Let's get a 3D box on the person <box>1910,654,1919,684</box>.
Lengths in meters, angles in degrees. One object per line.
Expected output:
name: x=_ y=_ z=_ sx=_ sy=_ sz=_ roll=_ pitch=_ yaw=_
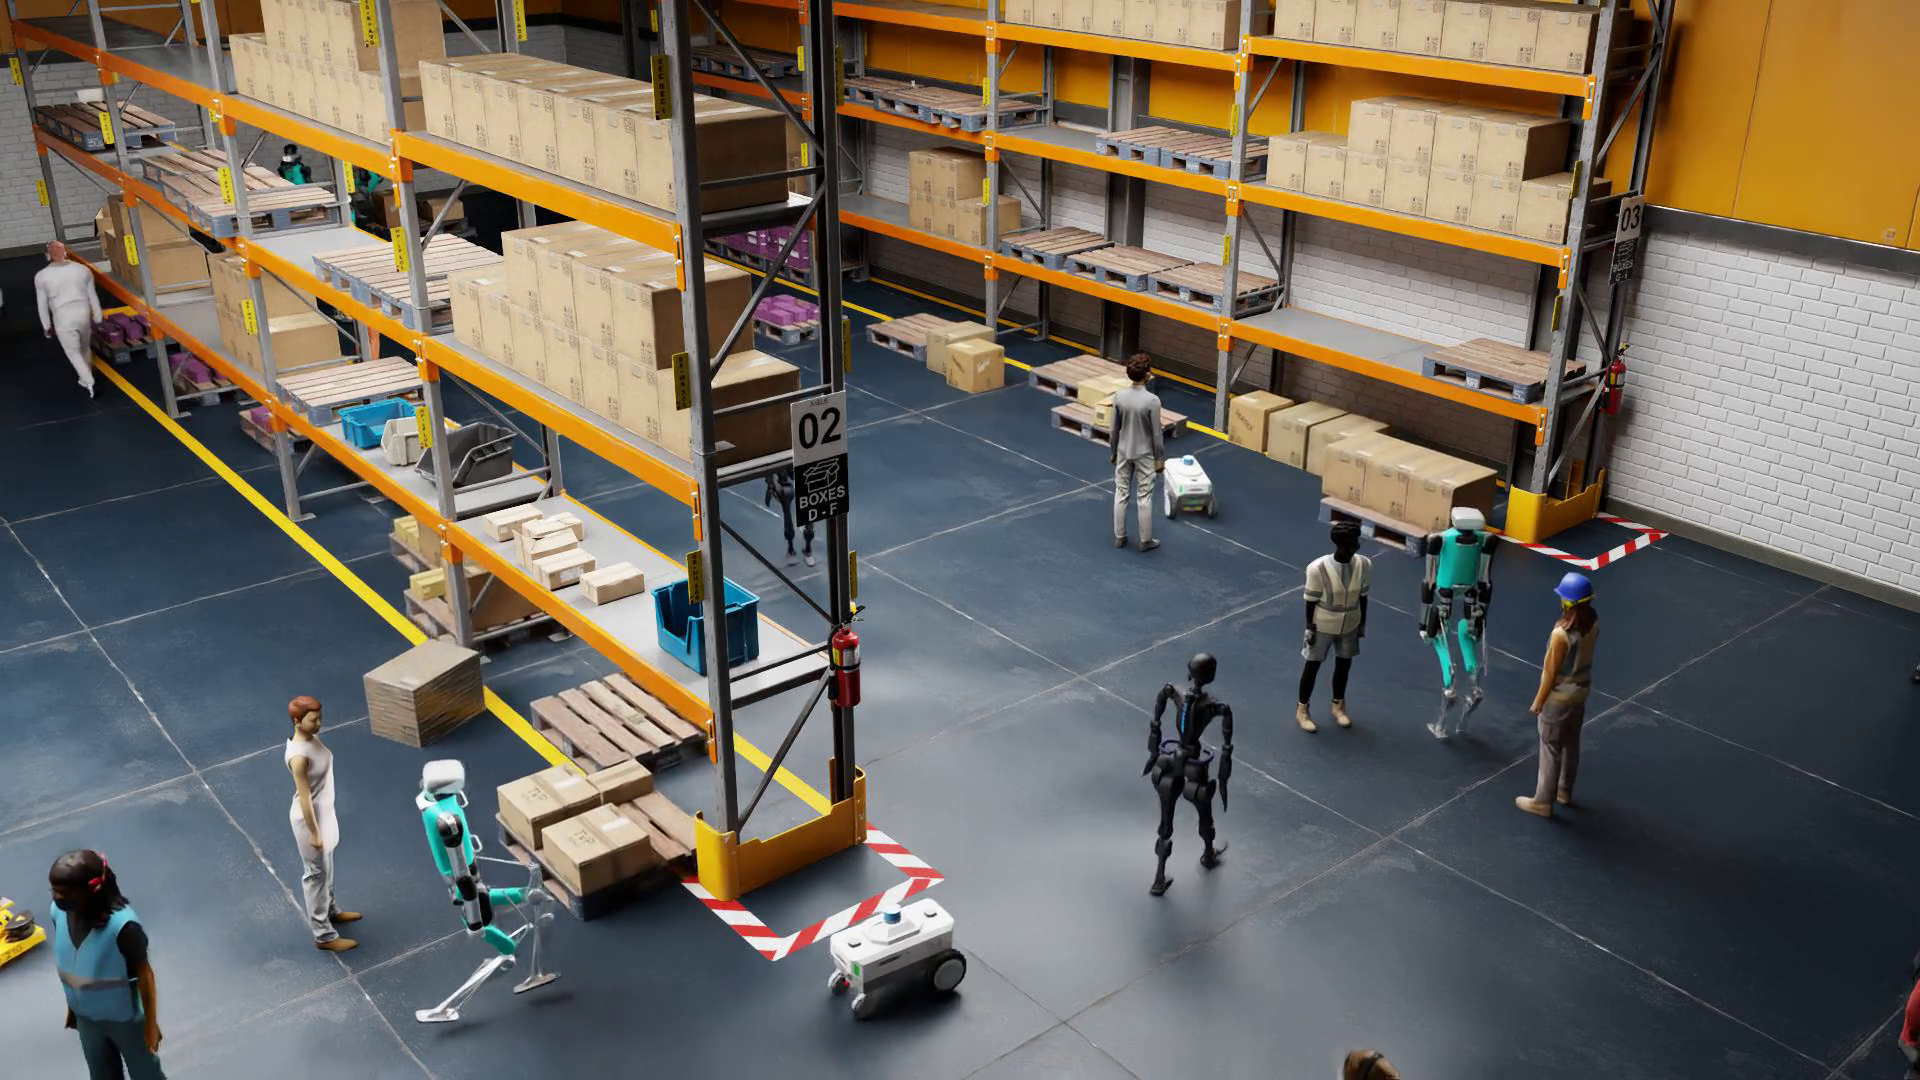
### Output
person: x=7.821 y=0.262 z=12.951 sx=0.548 sy=1.927 sz=0.390 roll=13 pitch=27 yaw=28

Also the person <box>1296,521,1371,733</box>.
person: x=2.791 y=0.633 z=12.387 sx=0.535 sy=1.693 sz=0.320 roll=-5 pitch=24 yaw=-12

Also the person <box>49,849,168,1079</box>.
person: x=-4.191 y=2.348 z=8.205 sx=0.561 sy=1.862 sz=0.439 roll=6 pitch=24 yaw=13

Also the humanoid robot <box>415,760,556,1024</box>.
humanoid robot: x=-2.594 y=1.952 z=9.299 sx=1.039 sy=1.738 sz=0.564 roll=-12 pitch=26 yaw=-26

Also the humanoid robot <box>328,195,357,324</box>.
humanoid robot: x=-8.531 y=-3.784 z=22.572 sx=0.812 sy=1.792 sz=0.531 roll=1 pitch=23 yaw=2

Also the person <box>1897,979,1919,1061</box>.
person: x=5.463 y=2.074 z=8.954 sx=0.531 sy=1.765 sz=0.329 roll=-12 pitch=26 yaw=-25

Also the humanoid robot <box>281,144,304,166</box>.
humanoid robot: x=-10.609 y=-5.544 z=26.708 sx=0.591 sy=1.638 sz=0.481 roll=11 pitch=26 yaw=23

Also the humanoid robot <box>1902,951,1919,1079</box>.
humanoid robot: x=5.357 y=2.212 z=8.747 sx=0.590 sy=1.660 sz=0.348 roll=12 pitch=26 yaw=26

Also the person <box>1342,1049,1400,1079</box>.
person: x=1.542 y=2.863 z=7.073 sx=0.830 sy=1.818 sz=0.514 roll=16 pitch=28 yaw=33

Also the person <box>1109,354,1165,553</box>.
person: x=1.632 y=-0.796 z=15.435 sx=0.531 sy=1.898 sz=0.395 roll=12 pitch=26 yaw=25

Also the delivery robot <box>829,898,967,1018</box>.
delivery robot: x=-0.386 y=2.395 z=9.726 sx=0.788 sy=0.587 sz=0.499 roll=-15 pitch=27 yaw=-30

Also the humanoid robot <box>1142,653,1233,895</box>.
humanoid robot: x=1.461 y=1.429 z=10.589 sx=0.610 sy=1.634 sz=0.694 roll=14 pitch=27 yaw=30

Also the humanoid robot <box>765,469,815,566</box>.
humanoid robot: x=-1.501 y=-0.544 z=15.132 sx=0.585 sy=1.643 sz=0.381 roll=-6 pitch=24 yaw=-14

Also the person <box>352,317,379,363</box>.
person: x=-7.183 y=-2.743 z=20.119 sx=0.499 sy=1.759 sz=0.339 roll=14 pitch=27 yaw=29

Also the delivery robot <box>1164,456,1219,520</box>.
delivery robot: x=2.265 y=-0.528 z=16.522 sx=0.499 sy=0.608 sz=0.793 roll=-2 pitch=23 yaw=-5

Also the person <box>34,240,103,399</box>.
person: x=-10.491 y=-2.603 z=19.673 sx=0.928 sy=1.861 sz=0.652 roll=20 pitch=31 yaw=39

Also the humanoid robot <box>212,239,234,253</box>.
humanoid robot: x=-10.675 y=-4.436 z=24.143 sx=0.373 sy=1.645 sz=0.601 roll=3 pitch=24 yaw=6

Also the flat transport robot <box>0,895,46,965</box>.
flat transport robot: x=-6.371 y=2.345 z=10.213 sx=1.431 sy=0.231 sz=0.659 roll=13 pitch=26 yaw=27

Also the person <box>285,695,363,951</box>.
person: x=-3.854 y=1.678 z=10.003 sx=0.290 sy=1.657 sz=0.448 roll=-4 pitch=24 yaw=-9

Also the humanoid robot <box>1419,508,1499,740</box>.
humanoid robot: x=3.682 y=0.696 z=12.195 sx=0.542 sy=1.809 sz=0.678 roll=-2 pitch=23 yaw=-6

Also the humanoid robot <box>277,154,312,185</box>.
humanoid robot: x=-9.969 y=-5.026 z=25.530 sx=0.556 sy=1.870 sz=0.677 roll=6 pitch=24 yaw=13

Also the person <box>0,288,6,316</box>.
person: x=-12.234 y=-2.965 z=20.691 sx=0.579 sy=1.700 sz=0.888 roll=-13 pitch=27 yaw=-28

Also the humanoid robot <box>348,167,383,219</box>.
humanoid robot: x=-10.117 y=-6.216 z=28.213 sx=1.062 sy=1.728 sz=0.530 roll=8 pitch=25 yaw=18

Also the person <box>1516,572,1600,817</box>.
person: x=4.095 y=1.043 z=11.331 sx=0.464 sy=1.772 sz=0.329 roll=-16 pitch=28 yaw=-33
